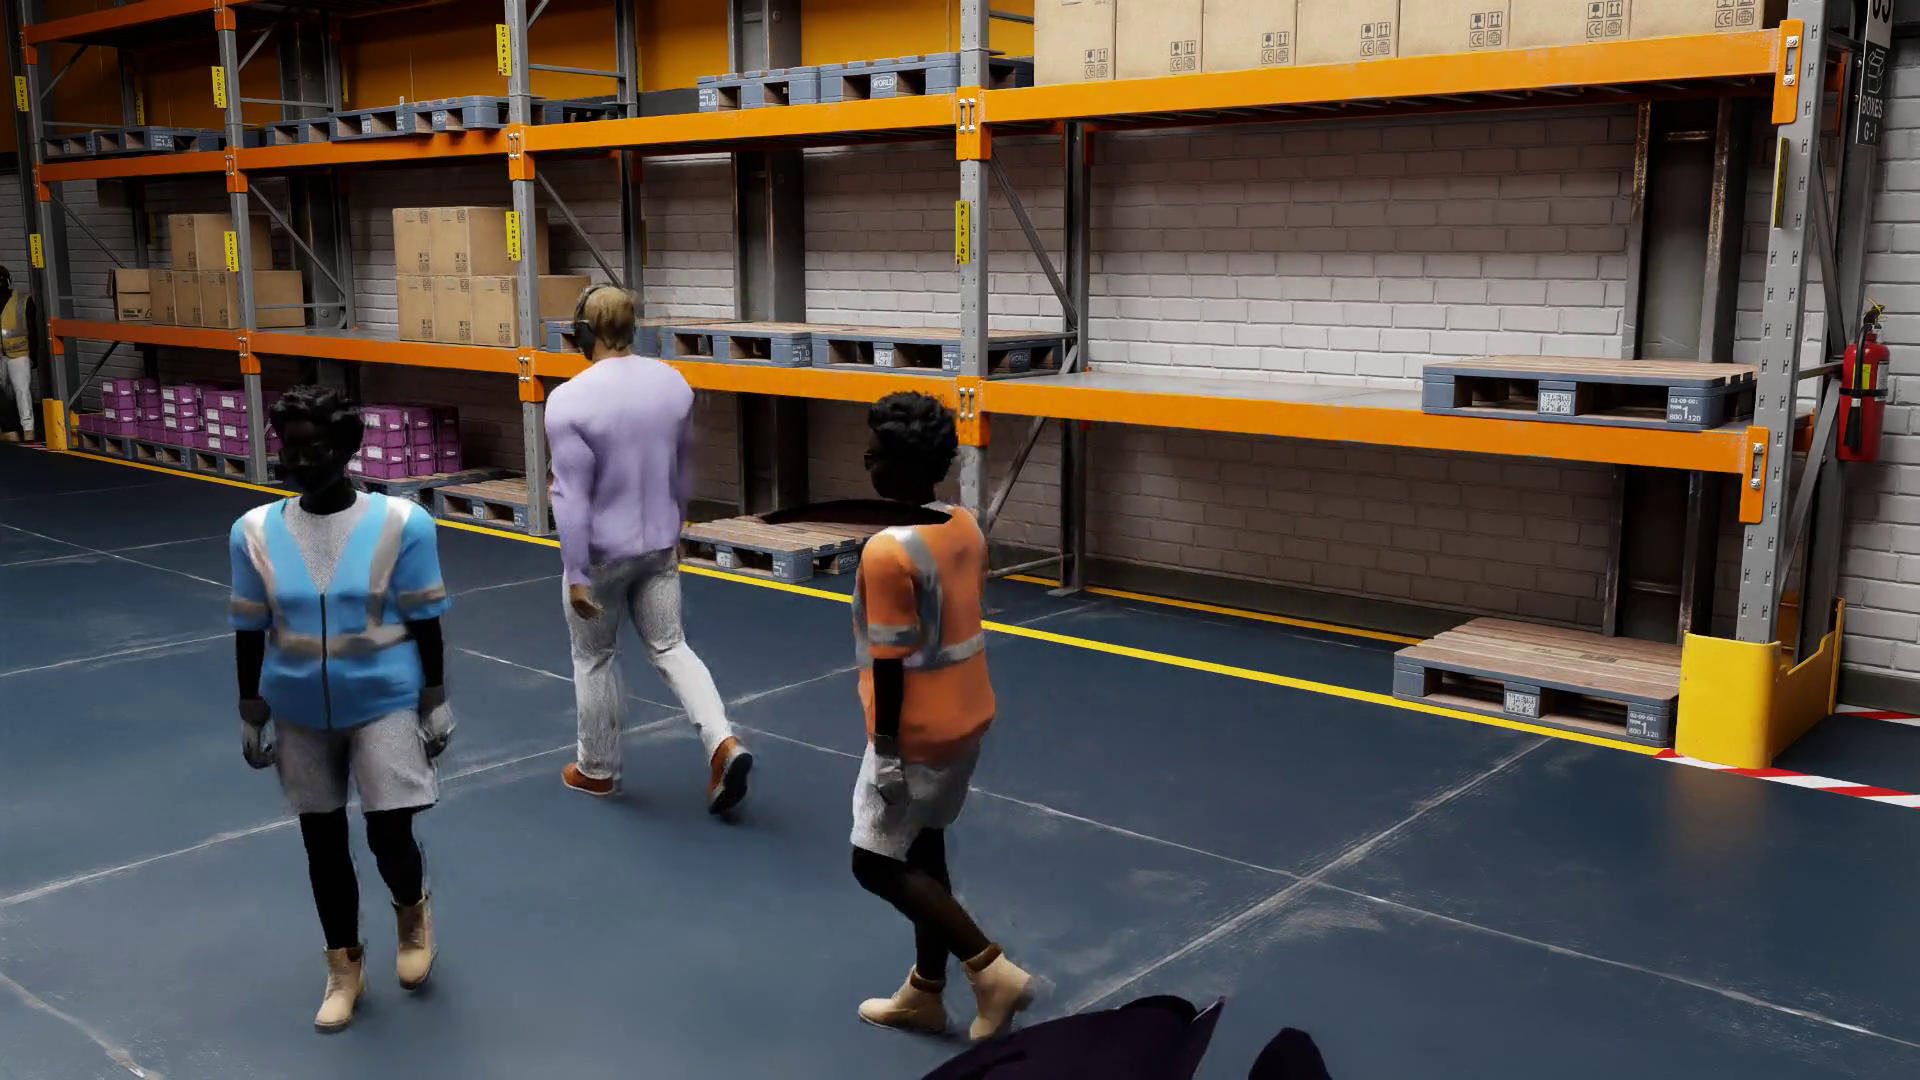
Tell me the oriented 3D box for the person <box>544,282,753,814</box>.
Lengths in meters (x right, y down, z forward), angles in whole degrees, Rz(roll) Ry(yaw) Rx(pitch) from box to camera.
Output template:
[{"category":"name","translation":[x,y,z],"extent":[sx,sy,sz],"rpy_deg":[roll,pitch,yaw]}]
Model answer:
[{"category":"person","translation":[-1.145,0.047,5.906],"extent":[0.871,1.916,0.641],"rpy_deg":[9,14,42]}]

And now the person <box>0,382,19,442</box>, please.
[{"category":"person","translation":[-10.308,-2.044,17.418],"extent":[0.910,2.000,0.759],"rpy_deg":[2,10,13]}]

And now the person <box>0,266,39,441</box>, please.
[{"category":"person","translation":[-10.004,-1.948,17.431],"extent":[0.628,1.846,0.429],"rpy_deg":[-4,11,-23]}]

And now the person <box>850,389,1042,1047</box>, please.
[{"category":"person","translation":[-0.036,0.473,4.125],"extent":[0.468,1.686,0.533],"rpy_deg":[5,11,25]}]

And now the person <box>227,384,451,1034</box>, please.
[{"category":"person","translation":[-1.591,0.440,4.280],"extent":[0.548,1.682,0.362],"rpy_deg":[-1,10,-4]}]

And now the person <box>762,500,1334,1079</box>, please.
[{"category":"person","translation":[-0.033,0.841,0.984],"extent":[0.608,2.044,0.370],"rpy_deg":[-5,11,-26]}]
